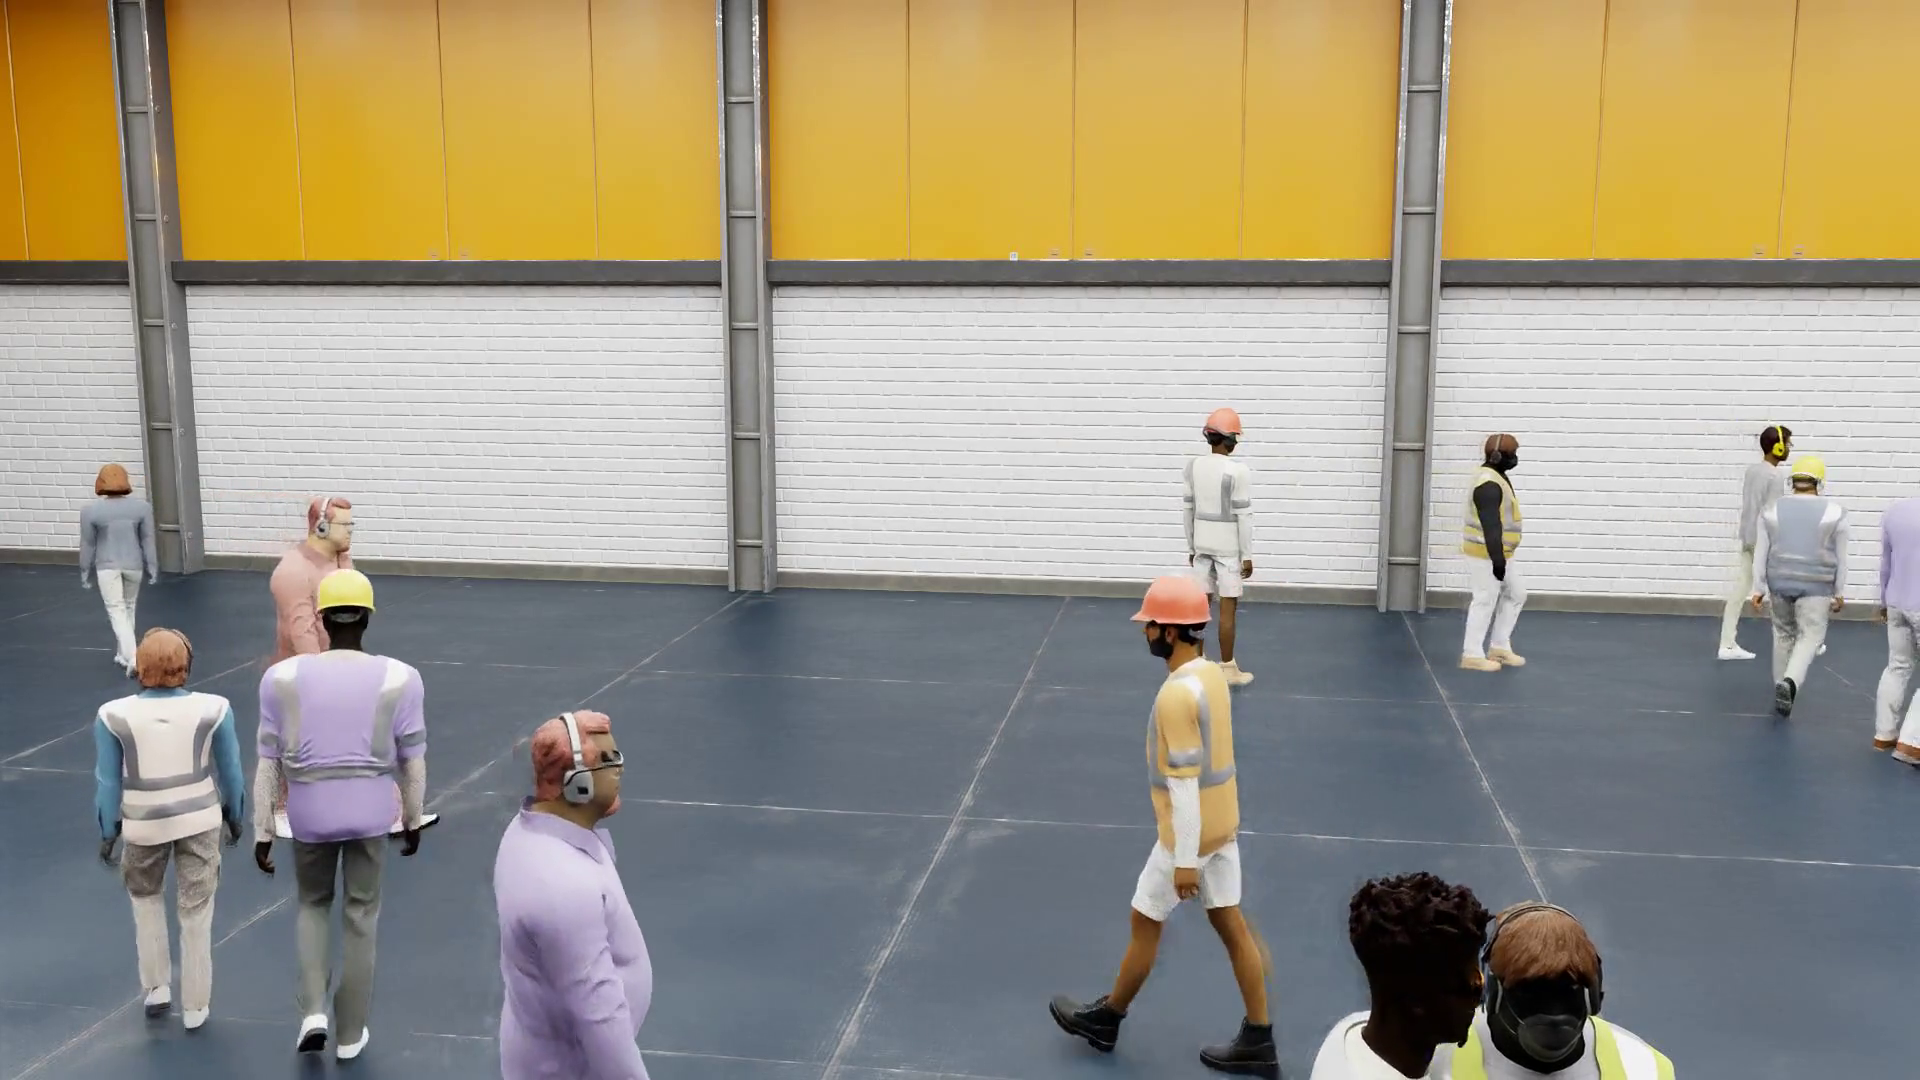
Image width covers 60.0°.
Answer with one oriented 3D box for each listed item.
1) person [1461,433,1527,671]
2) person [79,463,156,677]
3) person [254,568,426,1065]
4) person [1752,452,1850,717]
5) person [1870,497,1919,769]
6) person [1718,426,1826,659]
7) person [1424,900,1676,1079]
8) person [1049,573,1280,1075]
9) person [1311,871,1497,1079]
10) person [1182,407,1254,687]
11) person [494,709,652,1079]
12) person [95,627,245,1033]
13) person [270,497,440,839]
[{"bbox_3d":[4.102,0.103,12.545,0.610,1.816,0.651,4,10,23],"label":"person"},{"bbox_3d":[-6.319,0.217,12.513,0.508,1.599,0.803,-9,13,-42],"label":"person"},{"bbox_3d":[-2.367,1.059,6.400,0.632,1.894,0.452,-3,10,-16],"label":"person"},{"bbox_3d":[5.715,0.305,11.358,0.582,1.802,0.775,8,12,42],"label":"person"},{"bbox_3d":[5.846,0.443,10.197,0.517,1.908,0.691,-3,10,-17],"label":"person"},{"bbox_3d":[6.342,0.035,12.902,0.887,1.833,0.560,-1,9,-4],"label":"person"},{"bbox_3d":[1.092,1.596,3.262,0.621,1.845,0.429,0,9,2],"label":"person"},{"bbox_3d":[0.807,1.072,6.309,0.954,1.896,0.574,5,10,27],"label":"person"},{"bbox_3d":[0.793,1.561,3.191,0.698,1.963,0.642,1,9,9],"label":"person"},{"bbox_3d":[1.902,0.053,12.159,0.371,2.046,0.606,-8,12,-42],"label":"person"},{"bbox_3d":[-0.945,1.381,4.460,0.897,1.877,0.640,-3,10,-17],"label":"person"},{"bbox_3d":[-3.159,1.148,6.689,0.539,1.619,0.495,-4,10,-24],"label":"person"},{"bbox_3d":[-3.325,0.697,8.794,1.050,1.842,0.645,3,10,18],"label":"person"}]
